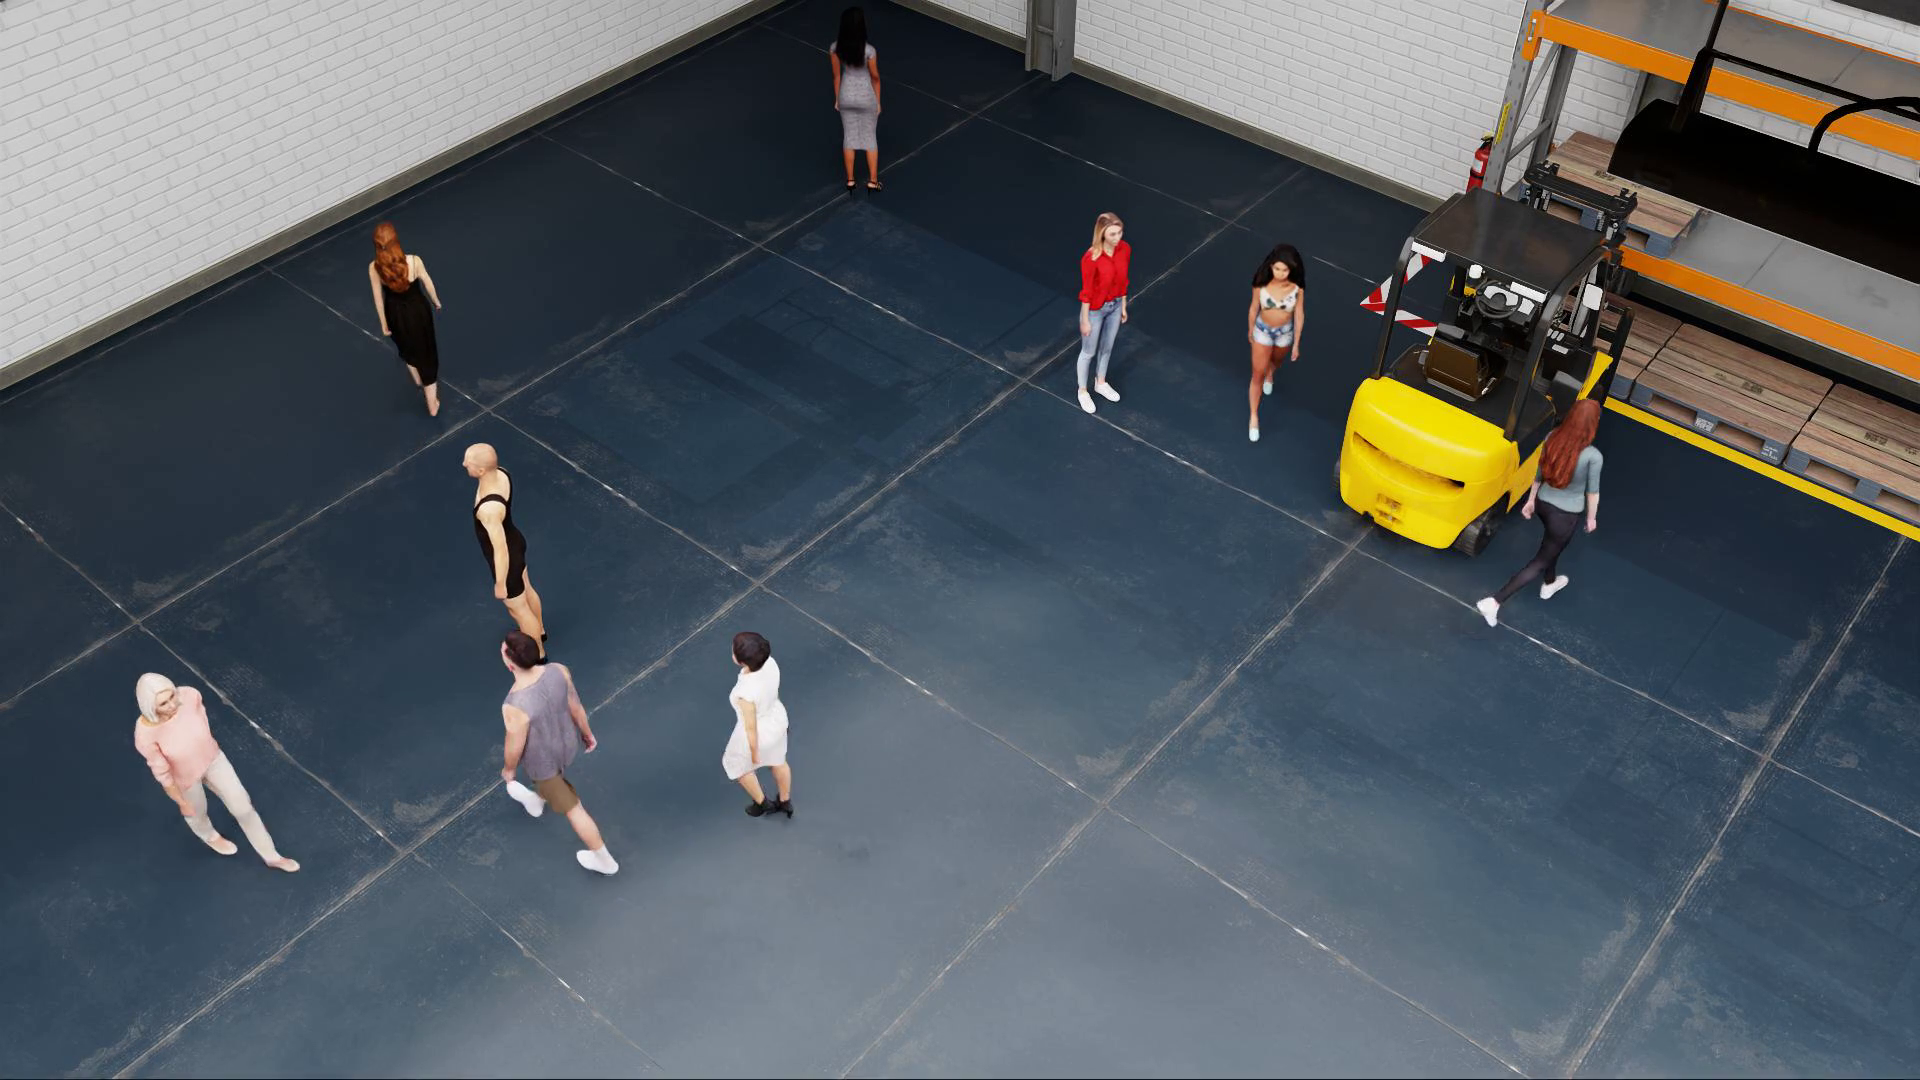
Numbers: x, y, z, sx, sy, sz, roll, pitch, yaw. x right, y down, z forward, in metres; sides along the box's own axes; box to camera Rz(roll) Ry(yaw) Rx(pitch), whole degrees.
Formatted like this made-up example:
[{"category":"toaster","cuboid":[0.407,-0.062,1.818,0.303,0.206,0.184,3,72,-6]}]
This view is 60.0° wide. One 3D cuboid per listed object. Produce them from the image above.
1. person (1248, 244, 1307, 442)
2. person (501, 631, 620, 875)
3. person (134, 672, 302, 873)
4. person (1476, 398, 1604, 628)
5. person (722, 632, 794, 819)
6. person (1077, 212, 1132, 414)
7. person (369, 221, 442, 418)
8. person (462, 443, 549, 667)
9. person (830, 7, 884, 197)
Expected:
[{"category":"person","cuboid":[2.365,-1.575,12.484,1.017,1.583,0.960,5,44,5]},{"category":"person","cuboid":[-2.237,1.249,9.352,1.197,1.797,0.810,20,47,20]},{"category":"person","cuboid":[-4.399,1.268,9.422,1.012,1.689,0.729,19,47,19]},{"category":"person","cuboid":[3.843,-0.138,10.885,0.915,1.708,1.150,-22,48,-22]},{"category":"person","cuboid":[-1.093,1.129,9.676,0.664,1.542,0.638,19,47,19]},{"category":"person","cuboid":[1.072,-1.741,12.570,0.665,1.705,0.596,-26,49,-25]},{"category":"person","cuboid":[-4.148,-1.614,12.512,0.867,1.602,0.954,-6,44,-7]},{"category":"person","cuboid":[-2.873,0.102,10.555,0.761,1.815,0.686,-5,44,-6]},{"category":"person","cuboid":[-0.906,-3.871,14.751,0.604,1.781,0.721,9,44,9]}]
